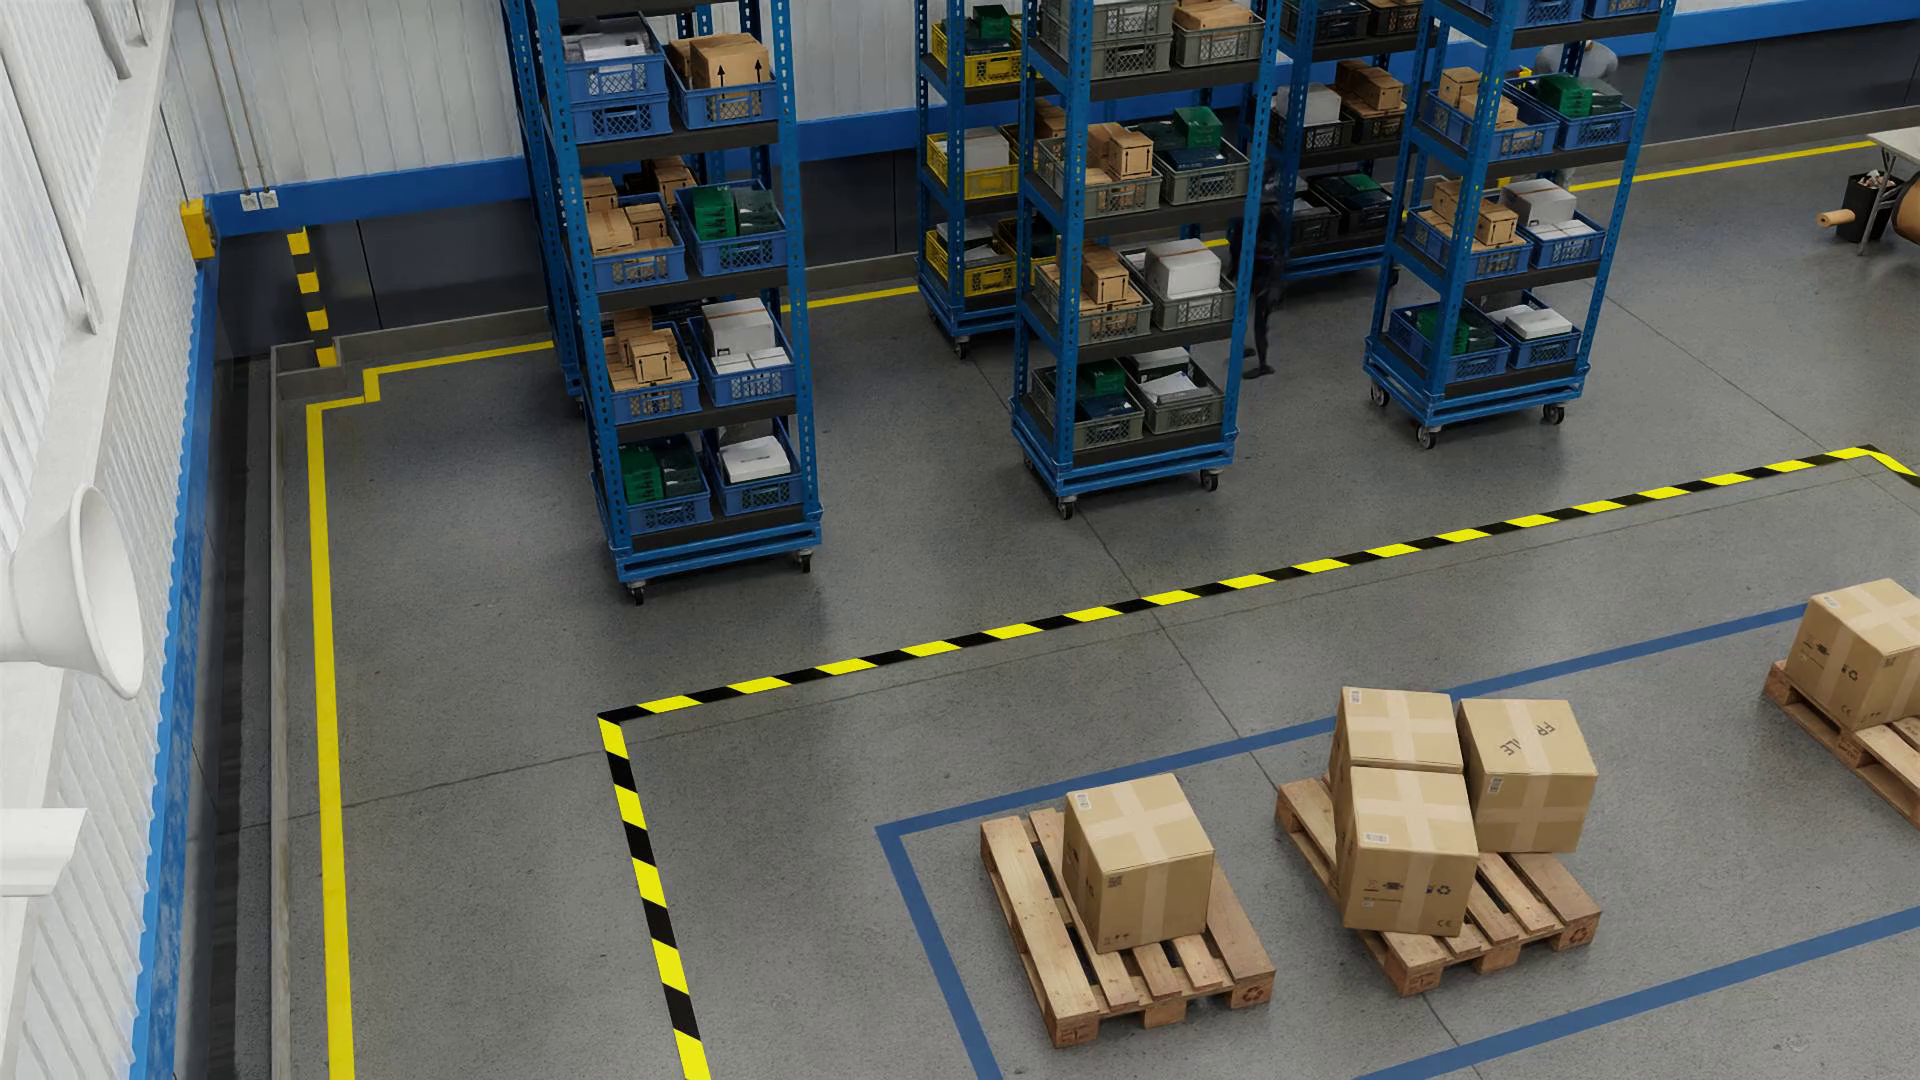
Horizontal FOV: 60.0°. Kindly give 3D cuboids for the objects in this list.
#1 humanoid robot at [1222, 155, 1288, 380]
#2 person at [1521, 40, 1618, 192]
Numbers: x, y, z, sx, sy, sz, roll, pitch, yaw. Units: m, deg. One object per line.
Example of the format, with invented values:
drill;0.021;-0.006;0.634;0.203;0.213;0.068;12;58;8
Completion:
humanoid robot;2.076;-1.861;11.476;0.348;1.646;0.603;-14;38;-19
person;4.802;-3.275;13.251;0.628;1.940;0.379;5;36;7
